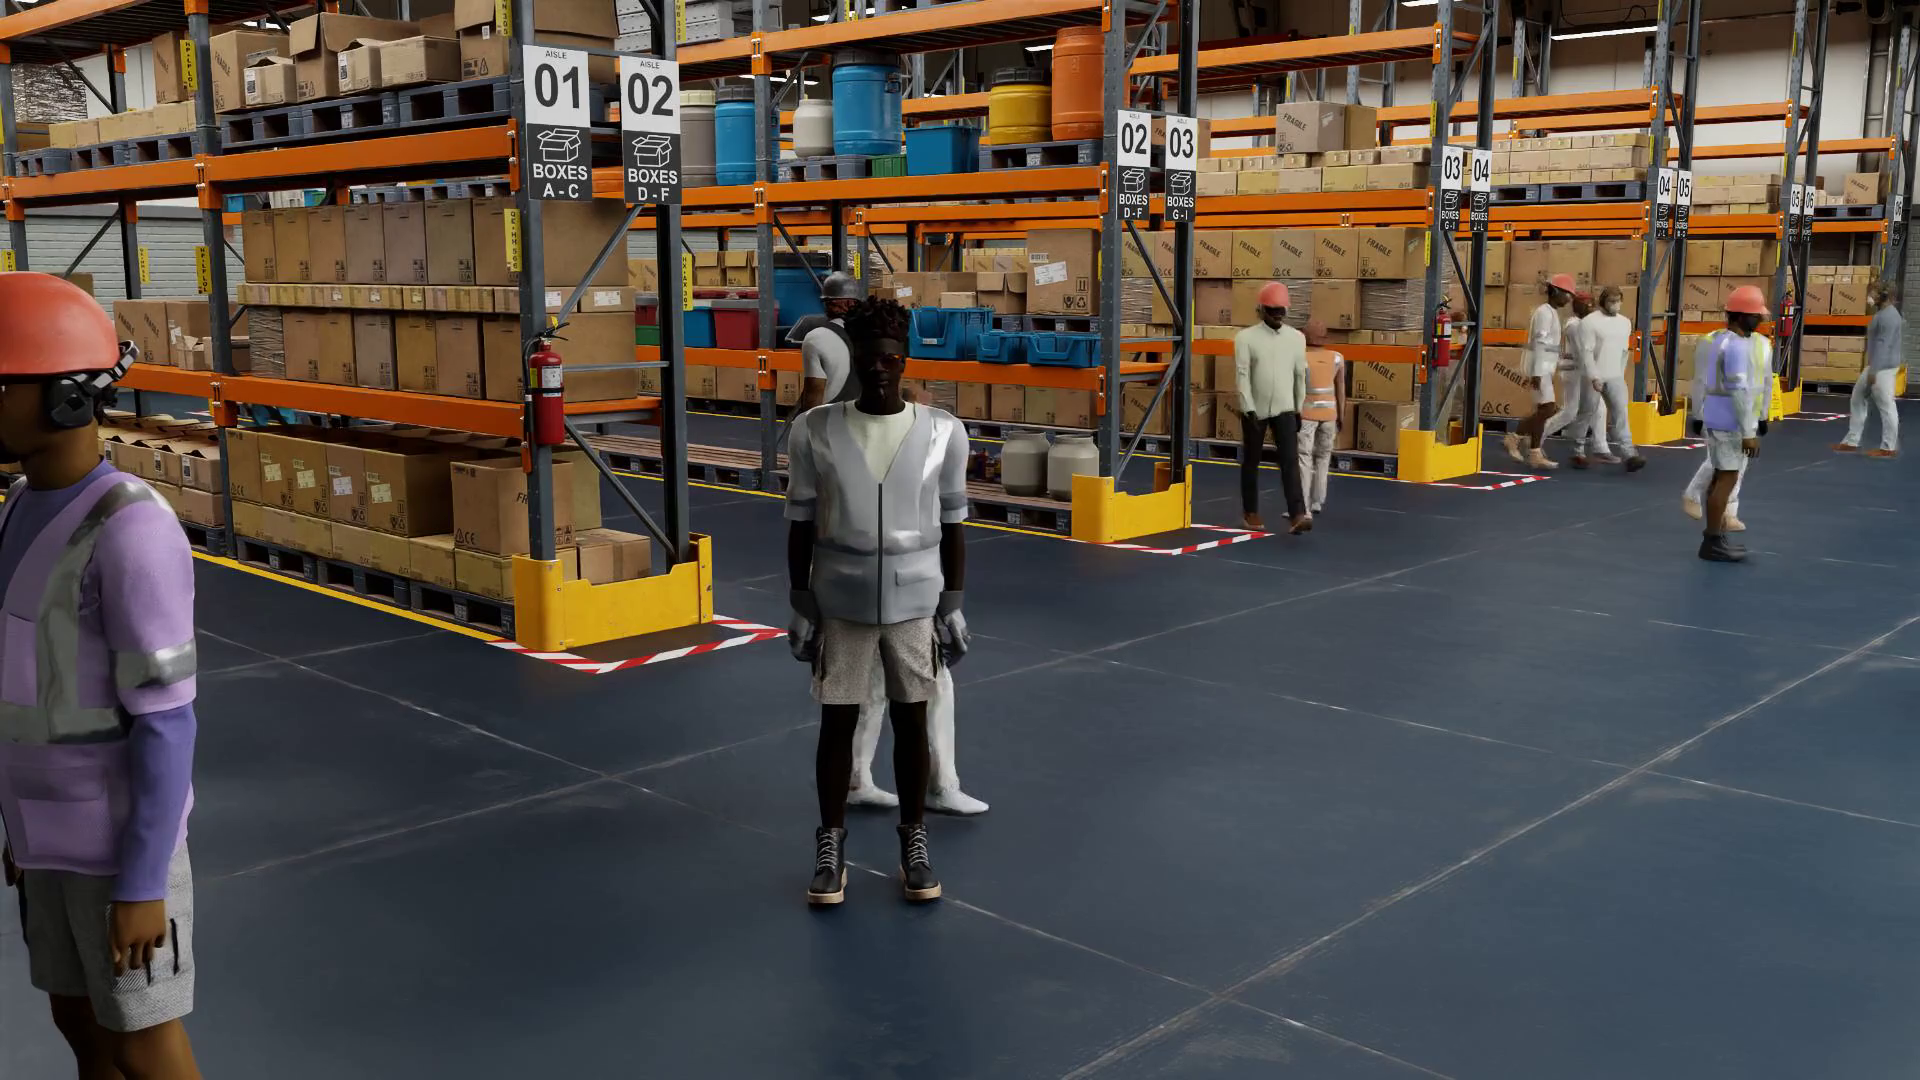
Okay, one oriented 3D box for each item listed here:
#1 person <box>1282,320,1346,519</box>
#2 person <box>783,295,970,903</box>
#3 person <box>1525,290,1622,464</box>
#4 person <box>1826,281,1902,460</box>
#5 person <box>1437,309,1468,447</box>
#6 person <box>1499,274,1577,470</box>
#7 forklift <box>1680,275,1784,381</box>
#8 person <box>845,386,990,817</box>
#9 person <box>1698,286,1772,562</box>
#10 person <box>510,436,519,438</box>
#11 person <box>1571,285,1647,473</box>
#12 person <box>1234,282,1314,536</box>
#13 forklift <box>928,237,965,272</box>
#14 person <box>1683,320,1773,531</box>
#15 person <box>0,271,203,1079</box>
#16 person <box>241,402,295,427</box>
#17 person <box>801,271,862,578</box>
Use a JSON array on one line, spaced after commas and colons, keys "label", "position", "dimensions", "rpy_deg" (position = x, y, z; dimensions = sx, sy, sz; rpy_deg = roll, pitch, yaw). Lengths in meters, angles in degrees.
[{"label": "person", "position": [2.869, -0.991, 13.708], "dimensions": [0.605, 1.628, 0.437], "rpy_deg": [-2, 10, -14]}, {"label": "person", "position": [-0.266, 0.199, 5.387], "dimensions": [0.600, 1.967, 0.368], "rpy_deg": [-1, 9, -6]}, {"label": "person", "position": [6.555, -1.740, 17.668], "dimensions": [0.895, 1.836, 0.560], "rpy_deg": [8, 12, 41]}, {"label": "person", "position": [9.814, -1.838, 18.024], "dimensions": [0.803, 1.914, 0.655], "rpy_deg": [4, 10, 21]}, {"label": "person", "position": [5.421, -1.708, 18.150], "dimensions": [0.486, 1.615, 0.458], "rpy_deg": [-5, 10, -26]}, {"label": "person", "position": [5.964, -1.718, 17.036], "dimensions": [0.584, 1.999, 0.699], "rpy_deg": [5, 10, 27]}, {"label": "forklift", "position": [12.480, -3.427, 27.053], "dimensions": [1.214, 2.155, 2.313], "rpy_deg": [9, 13, 43]}, {"label": "person", "position": [-0.158, 0.234, 6.234], "dimensions": [0.686, 1.612, 0.522], "rpy_deg": [-1, 9, -6]}, {"label": "person", "position": [5.468, -0.819, 11.786], "dimensions": [0.405, 1.925, 0.574], "rpy_deg": [2, 9, 12]}, {"label": "person", "position": [-3.827, -1.267, 14.773], "dimensions": [0.404, 1.837, 0.590], "rpy_deg": [8, 12, 40]}, {"label": "person", "position": [6.561, -1.618, 16.792], "dimensions": [0.631, 1.874, 1.046], "rpy_deg": [-2, 9, -13]}, {"label": "person", "position": [2.414, -0.995, 12.781], "dimensions": [0.603, 1.932, 1.061], "rpy_deg": [-1, 9, -7]}, {"label": "forklift", "position": [-0.326, -5.817, 39.609], "dimensions": [1.129, 2.768, 1.873], "rpy_deg": [9, 13, 43]}, {"label": "person", "position": [6.077, -0.991, 13.129], "dimensions": [0.628, 1.824, 0.487], "rpy_deg": [-2, 9, -10]}, {"label": "person", "position": [-1.626, 0.537, 3.079], "dimensions": [0.607, 2.044, 0.372], "rpy_deg": [8, 12, 39]}, {"label": "person", "position": [-6.698, -1.489, 16.155], "dimensions": [0.607, 1.825, 0.718], "rpy_deg": [-7, 11, -35]}, {"label": "person", "position": [-0.804, -0.741, 11.055], "dimensions": [0.688, 2.000, 0.536], "rpy_deg": [-7, 12, -39]}]
